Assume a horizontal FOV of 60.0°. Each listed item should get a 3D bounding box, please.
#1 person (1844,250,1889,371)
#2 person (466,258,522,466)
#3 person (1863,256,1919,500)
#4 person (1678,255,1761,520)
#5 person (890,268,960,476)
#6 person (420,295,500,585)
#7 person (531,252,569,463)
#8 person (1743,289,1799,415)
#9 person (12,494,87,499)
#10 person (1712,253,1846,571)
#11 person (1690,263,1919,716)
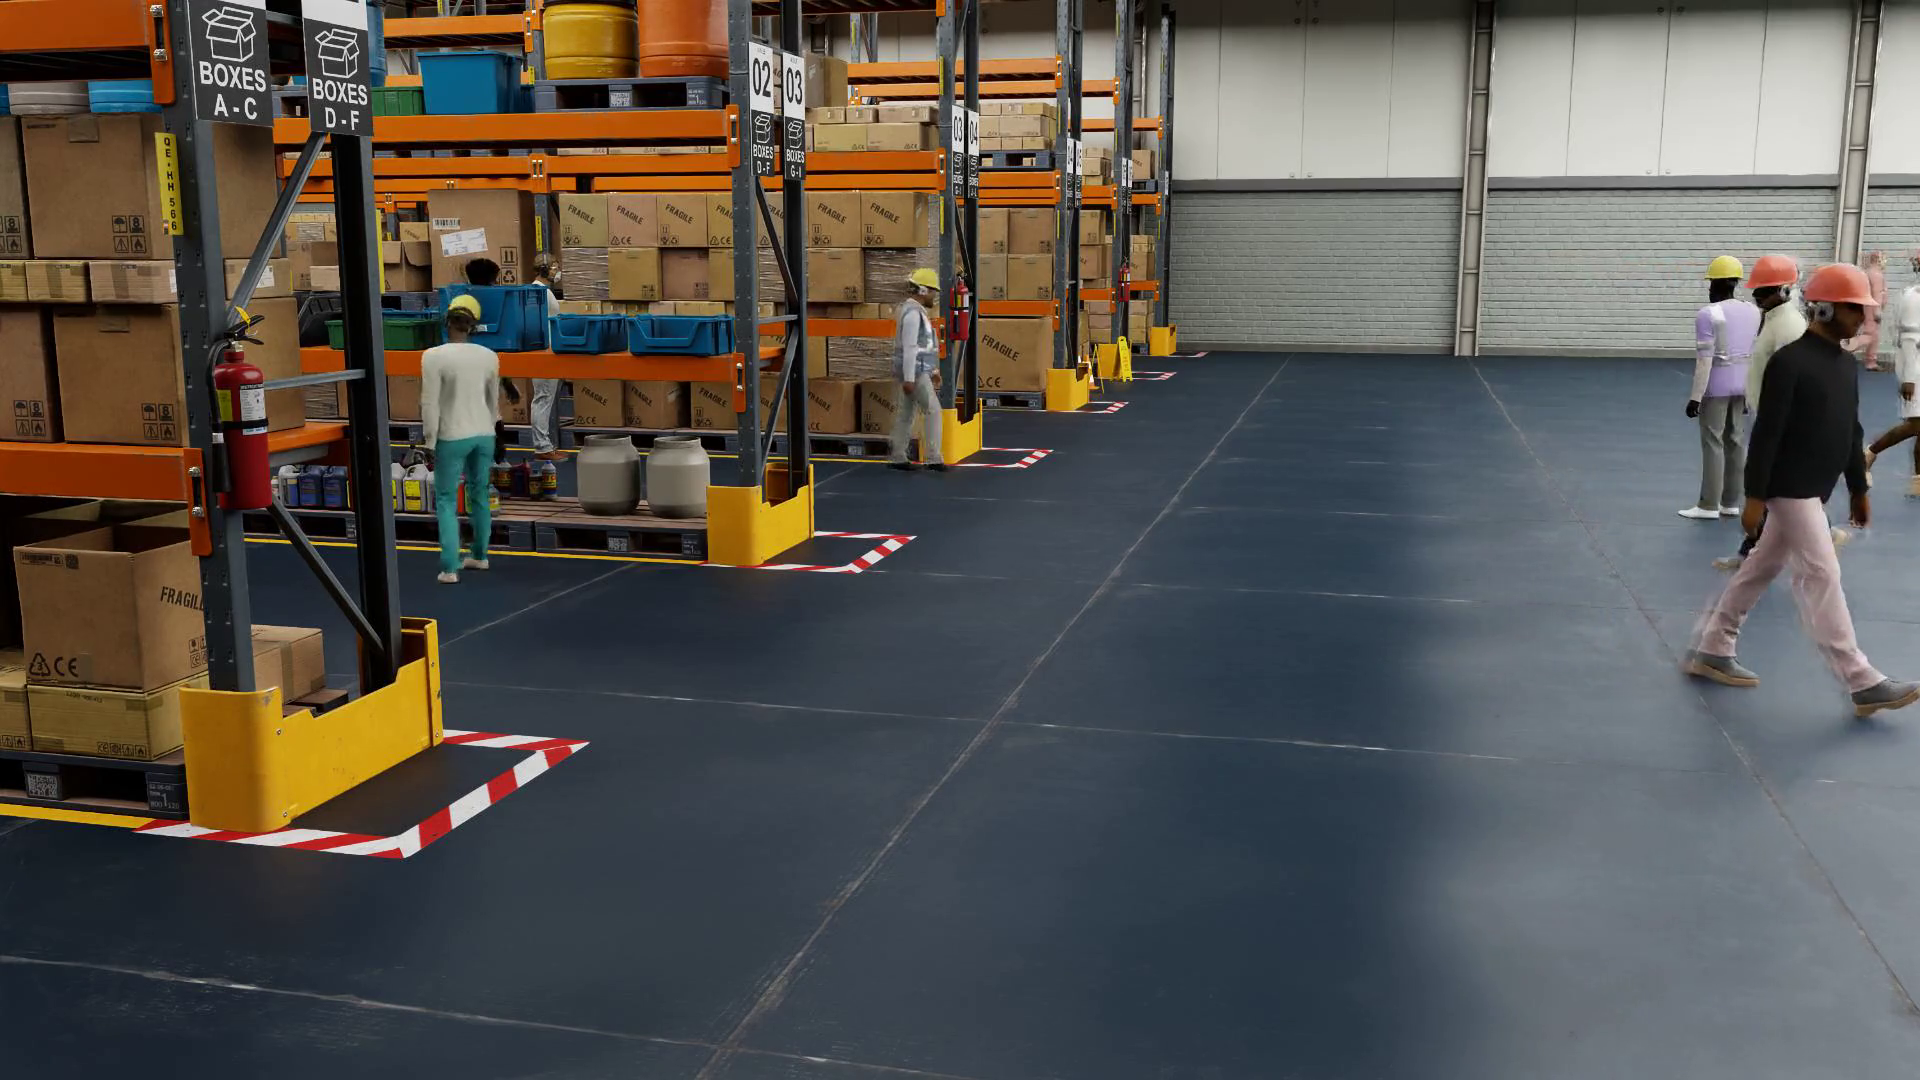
[{"bbox_3d":[14.100,-3.551,25.838,0.685,1.887,0.652,3,11,16],"label":"person"},{"bbox_3d":[-3.797,-1.235,12.957,1.006,1.918,0.604,0,10,1],"label":"person"},{"bbox_3d":[7.491,-1.317,13.059,0.632,2.028,0.687,-9,13,-39],"label":"person"},{"bbox_3d":[5.558,-1.107,12.183,0.587,1.928,0.381,-5,11,-25],"label":"person"},{"bbox_3d":[-0.287,-1.458,14.503,0.720,1.789,0.594,-1,10,-5],"label":"person"},{"bbox_3d":[-3.047,-0.615,10.063,0.527,1.723,0.534,9,14,41],"label":"person"},{"bbox_3d":[-3.830,-1.676,15.344,0.363,1.934,0.626,-2,10,-12],"label":"person"},{"bbox_3d":[9.241,-2.278,18.964,0.687,1.823,0.522,-6,12,-32],"label":"person"},{"bbox_3d":[-5.499,-0.551,10.034,0.864,1.595,0.512,3,11,17],"label":"person"},{"bbox_3d":[4.990,-0.740,10.052,0.601,1.966,0.657,4,11,20],"label":"person"},{"bbox_3d":[3.764,-0.234,7.309,0.634,1.933,1.081,-8,13,-39],"label":"person"}]
